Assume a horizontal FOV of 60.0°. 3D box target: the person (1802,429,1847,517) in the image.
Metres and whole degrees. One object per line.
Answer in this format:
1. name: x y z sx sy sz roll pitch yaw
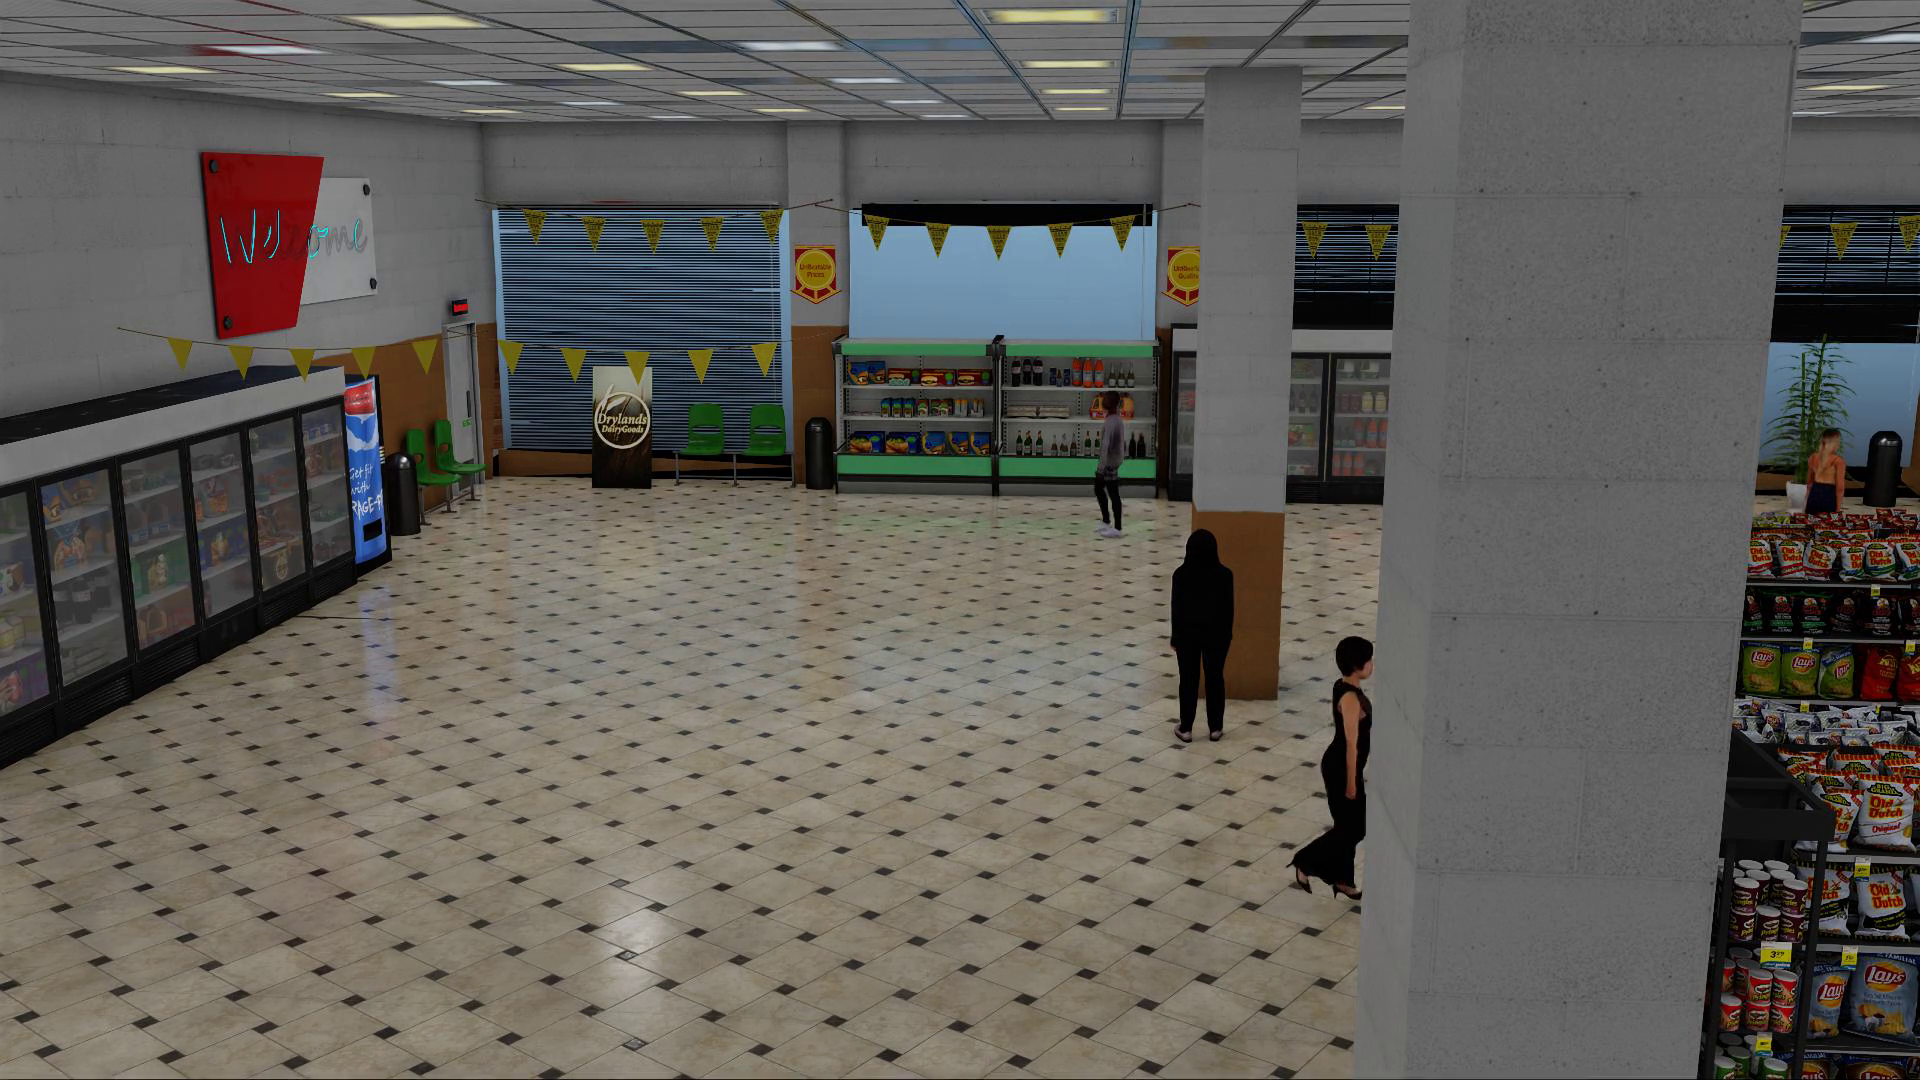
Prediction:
1. person: 9.076 -0.359 17.577 1.065 1.611 0.903 -6 13 -27

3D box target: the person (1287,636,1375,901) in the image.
1. person: 2.141 1.335 9.584 0.717 1.591 0.579 1 12 3

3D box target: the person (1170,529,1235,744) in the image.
1. person: 1.812 0.714 12.469 0.597 1.617 0.730 -1 12 -3

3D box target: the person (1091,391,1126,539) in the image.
1. person: 1.883 -0.887 19.714 0.653 1.763 0.662 2 12 10
